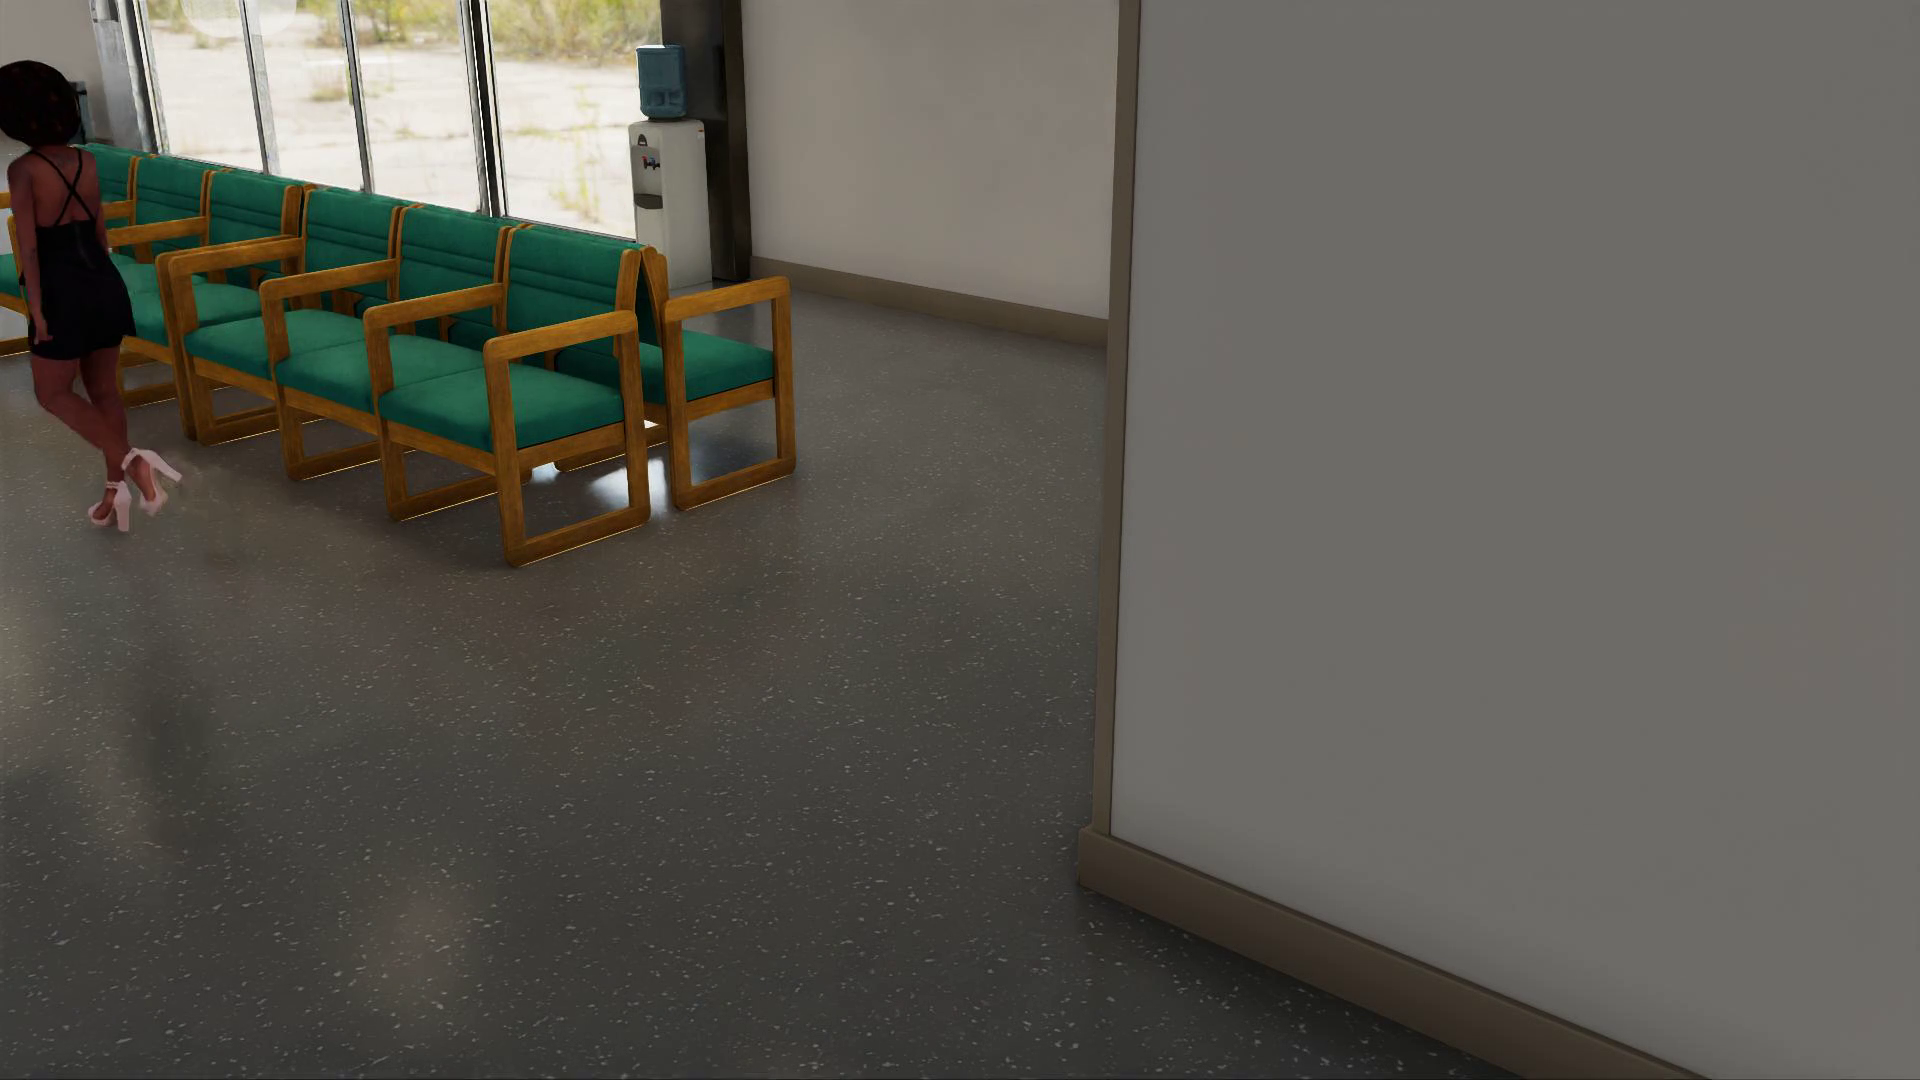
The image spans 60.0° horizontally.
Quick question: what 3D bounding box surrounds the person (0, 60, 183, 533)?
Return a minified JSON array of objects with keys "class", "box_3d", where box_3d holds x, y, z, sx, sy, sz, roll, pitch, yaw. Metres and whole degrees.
[{"class":"person","box_3d":[-3.203,-0.847,6.172,0.763,1.777,0.809,8,22,20]}]
